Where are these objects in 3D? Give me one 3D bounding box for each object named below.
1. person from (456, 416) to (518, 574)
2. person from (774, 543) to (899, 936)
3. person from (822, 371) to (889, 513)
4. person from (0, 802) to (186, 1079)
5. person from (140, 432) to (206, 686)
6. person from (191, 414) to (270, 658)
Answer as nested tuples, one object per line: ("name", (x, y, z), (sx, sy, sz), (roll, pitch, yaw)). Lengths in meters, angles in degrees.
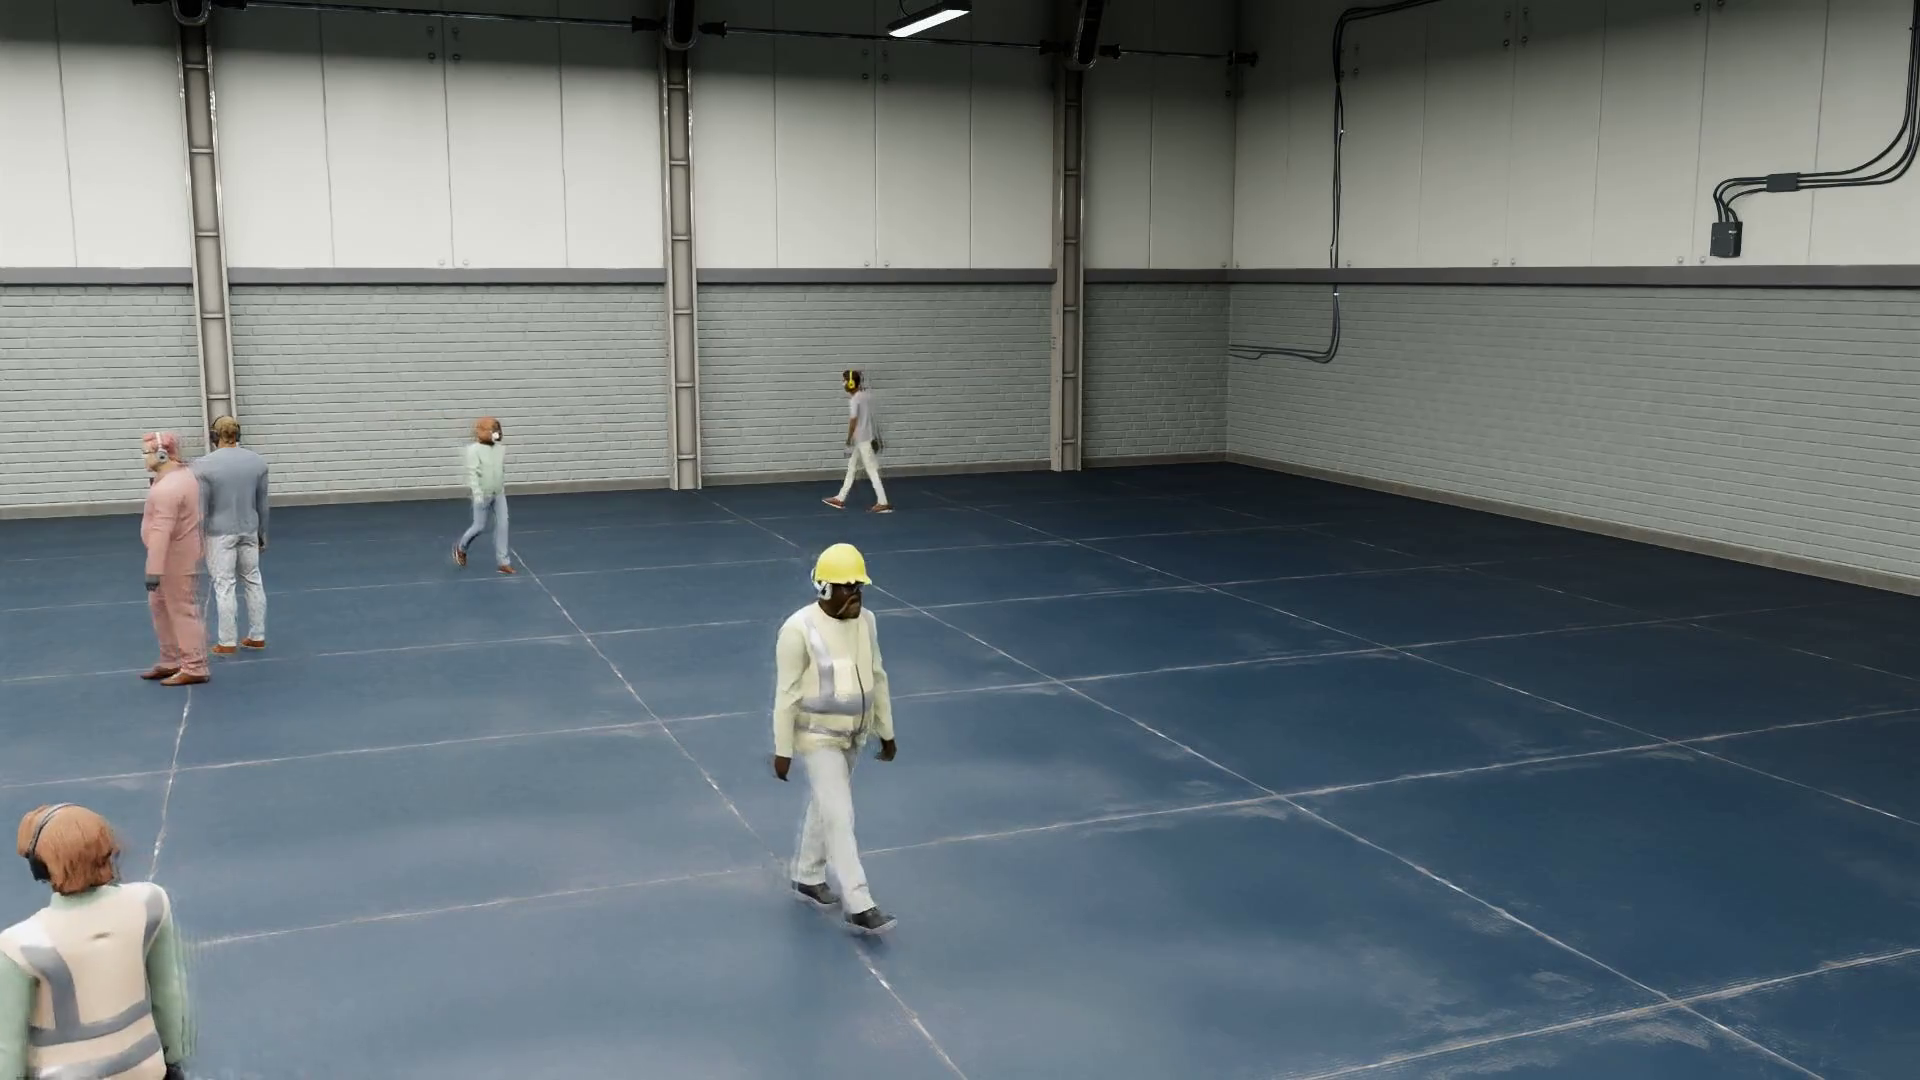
("person", (-4.851, -0.466, 16.976), (0.699, 1.612, 0.492), (7, 11, 36))
("person", (-0.502, 0.914, 7.735), (0.868, 1.791, 0.618), (7, 11, 37))
("person", (-1.359, -1.244, 21.232), (1.005, 1.810, 0.536), (2, 9, 11))
("person", (-2.377, 1.510, 4.554), (0.358, 1.627, 0.516), (5, 10, 28))
("person", (-5.901, 0.150, 12.218), (0.607, 1.890, 0.681), (-3, 9, -16))
("person", (-5.808, -0.033, 13.269), (0.368, 1.934, 0.646), (6, 11, 35))
